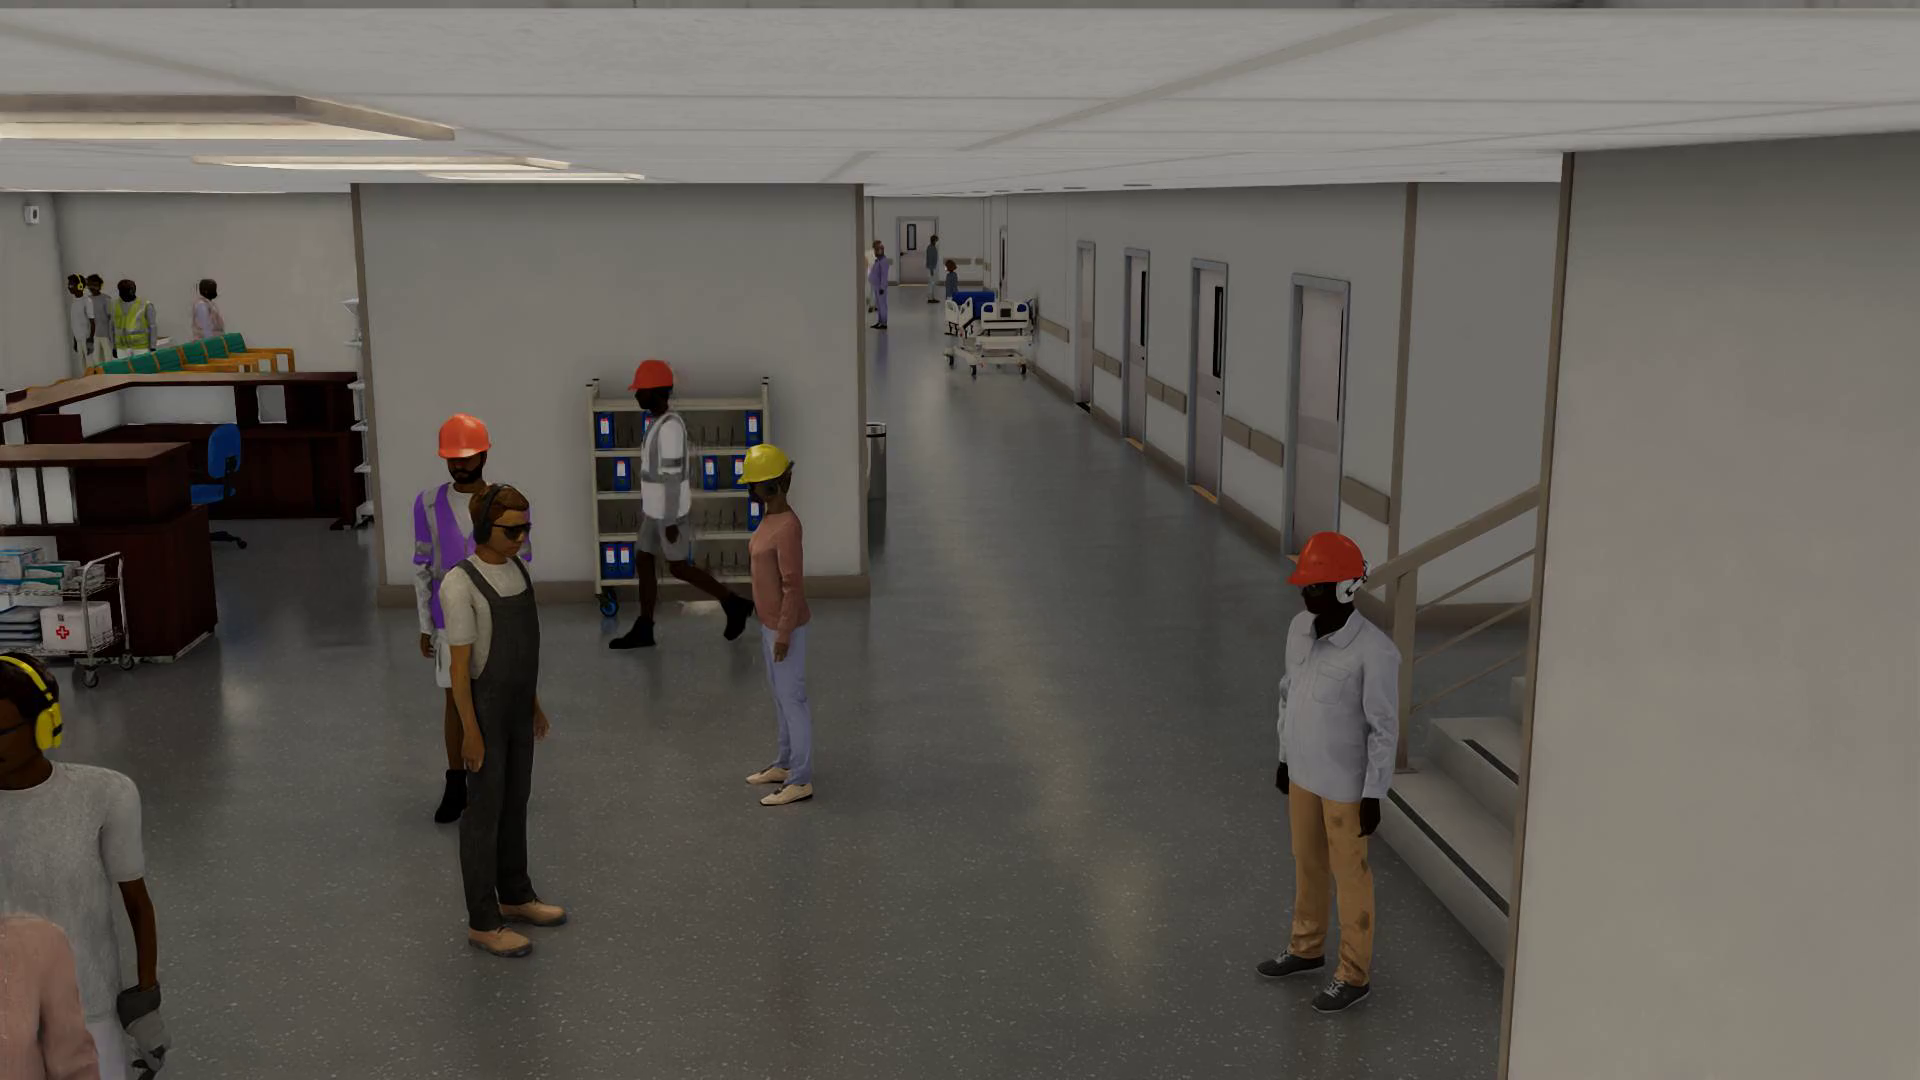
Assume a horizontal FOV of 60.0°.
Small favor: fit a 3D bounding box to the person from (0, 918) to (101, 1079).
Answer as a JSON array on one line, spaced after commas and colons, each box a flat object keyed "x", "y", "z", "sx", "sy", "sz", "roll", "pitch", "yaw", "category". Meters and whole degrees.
[{"x": -2.124, "y": 1.349, "z": 3.497, "sx": 0.695, "sy": 1.740, "sz": 0.523, "roll": 7, "pitch": 14, "yaw": 31, "category": "person"}]

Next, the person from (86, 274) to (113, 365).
[{"x": -12.633, "y": -2.982, "z": 24.421, "sx": 0.611, "sy": 1.849, "sz": 0.392, "roll": 5, "pitch": 13, "yaw": 23, "category": "person"}]

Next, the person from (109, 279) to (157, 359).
[{"x": -11.335, "y": -2.649, "z": 22.802, "sx": 0.630, "sy": 1.840, "sz": 0.429, "roll": 0, "pitch": 12, "yaw": 0, "category": "person"}]

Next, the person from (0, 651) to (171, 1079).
[{"x": -2.224, "y": 1.171, "z": 4.070, "sx": 0.526, "sy": 1.865, "sz": 0.315, "roll": -2, "pitch": 12, "yaw": -12, "category": "person"}]

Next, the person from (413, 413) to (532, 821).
[{"x": -2.278, "y": 0.368, "z": 7.814, "sx": 0.543, "sy": 1.938, "sz": 0.357, "roll": -1, "pitch": 12, "yaw": -6, "category": "person"}]

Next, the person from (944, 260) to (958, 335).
[{"x": -0.186, "y": -5.254, "z": 36.064, "sx": 0.282, "sy": 1.624, "sz": 0.494, "roll": -5, "pitch": 12, "yaw": -22, "category": "person"}]

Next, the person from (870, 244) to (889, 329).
[{"x": -1.838, "y": -5.773, "z": 37.903, "sx": 0.410, "sy": 1.909, "sz": 0.642, "roll": -3, "pitch": 12, "yaw": -16, "category": "person"}]

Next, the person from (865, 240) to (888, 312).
[{"x": -2.239, "y": -6.897, "z": 43.504, "sx": 0.685, "sy": 1.882, "sz": 1.004, "roll": 3, "pitch": 12, "yaw": 17, "category": "person"}]

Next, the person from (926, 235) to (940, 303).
[{"x": -0.778, "y": -7.693, "z": 47.240, "sx": 0.384, "sy": 1.930, "sz": 0.634, "roll": 1, "pitch": 12, "yaw": 7, "category": "person"}]

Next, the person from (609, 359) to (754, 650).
[{"x": -1.836, "y": -0.228, "z": 10.830, "sx": 0.880, "sy": 1.909, "sz": 0.548, "roll": -4, "pitch": 12, "yaw": -20, "category": "person"}]

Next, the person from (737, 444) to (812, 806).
[{"x": -0.896, "y": 0.407, "z": 8.069, "sx": 0.327, "sy": 1.761, "sz": 0.522, "roll": -3, "pitch": 12, "yaw": -16, "category": "person"}]

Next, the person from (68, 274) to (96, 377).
[{"x": -12.418, "y": -2.820, "z": 23.553, "sx": 0.521, "sy": 1.874, "sz": 0.328, "roll": 9, "pitch": 15, "yaw": 38, "category": "person"}]

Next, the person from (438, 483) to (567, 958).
[{"x": -1.786, "y": 0.687, "z": 6.494, "sx": 0.346, "sy": 1.841, "sz": 0.505, "roll": 3, "pitch": 12, "yaw": 16, "category": "person"}]

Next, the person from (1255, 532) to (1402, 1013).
[{"x": 1.318, "y": 0.829, "z": 6.015, "sx": 0.343, "sy": 1.749, "sz": 0.573, "roll": -6, "pitch": 13, "yaw": -26, "category": "person"}]

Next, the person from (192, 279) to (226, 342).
[{"x": -10.655, "y": -2.795, "z": 23.604, "sx": 0.451, "sy": 1.816, "sz": 0.638, "roll": -3, "pitch": 12, "yaw": -13, "category": "person"}]
